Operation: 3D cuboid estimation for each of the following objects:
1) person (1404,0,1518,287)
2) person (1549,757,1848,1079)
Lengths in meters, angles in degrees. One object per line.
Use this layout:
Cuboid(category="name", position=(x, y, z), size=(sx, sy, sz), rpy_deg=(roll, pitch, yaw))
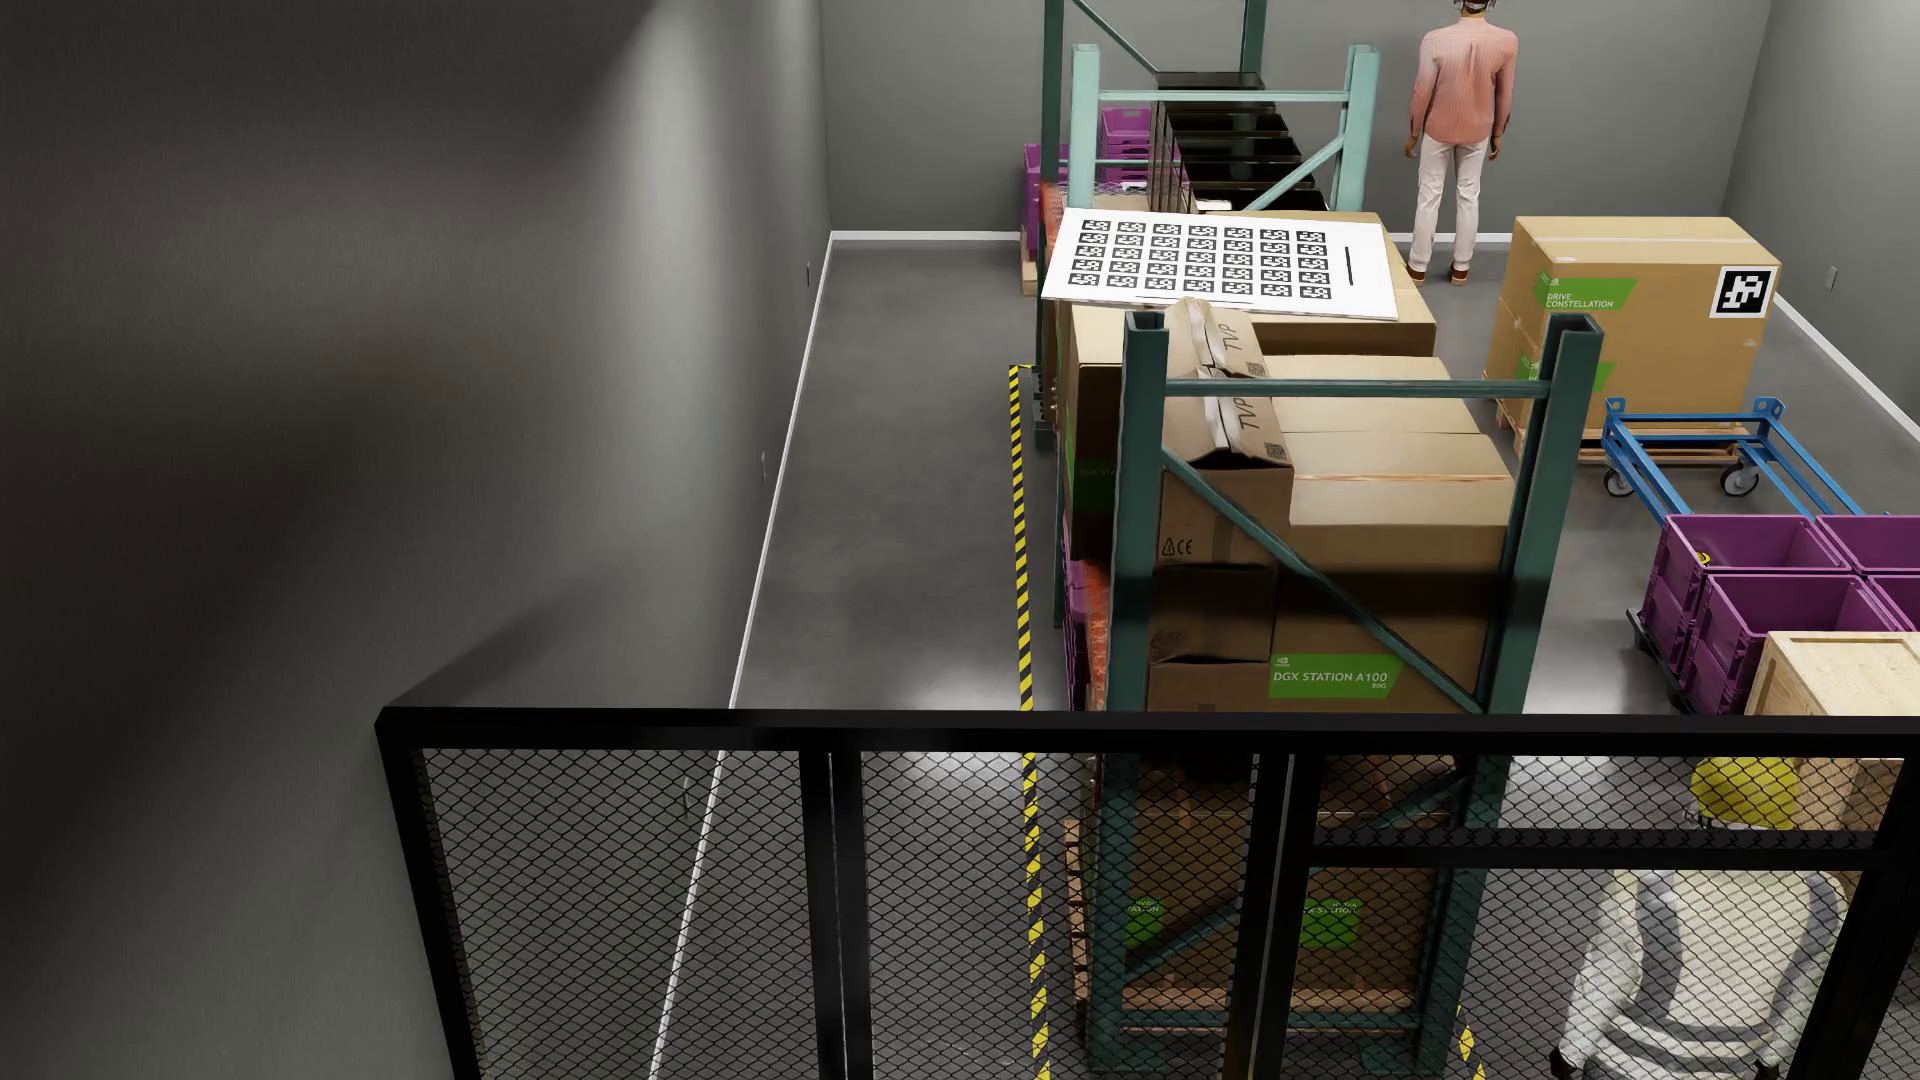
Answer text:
Cuboid(category="person", position=(3.109, -2.574, 10.437), size=(0.622, 1.992, 0.395), rpy_deg=(0, 31, 1))
Cuboid(category="person", position=(1.812, 1.255, 4.231), size=(0.599, 1.830, 0.404), rpy_deg=(0, 31, 1))
